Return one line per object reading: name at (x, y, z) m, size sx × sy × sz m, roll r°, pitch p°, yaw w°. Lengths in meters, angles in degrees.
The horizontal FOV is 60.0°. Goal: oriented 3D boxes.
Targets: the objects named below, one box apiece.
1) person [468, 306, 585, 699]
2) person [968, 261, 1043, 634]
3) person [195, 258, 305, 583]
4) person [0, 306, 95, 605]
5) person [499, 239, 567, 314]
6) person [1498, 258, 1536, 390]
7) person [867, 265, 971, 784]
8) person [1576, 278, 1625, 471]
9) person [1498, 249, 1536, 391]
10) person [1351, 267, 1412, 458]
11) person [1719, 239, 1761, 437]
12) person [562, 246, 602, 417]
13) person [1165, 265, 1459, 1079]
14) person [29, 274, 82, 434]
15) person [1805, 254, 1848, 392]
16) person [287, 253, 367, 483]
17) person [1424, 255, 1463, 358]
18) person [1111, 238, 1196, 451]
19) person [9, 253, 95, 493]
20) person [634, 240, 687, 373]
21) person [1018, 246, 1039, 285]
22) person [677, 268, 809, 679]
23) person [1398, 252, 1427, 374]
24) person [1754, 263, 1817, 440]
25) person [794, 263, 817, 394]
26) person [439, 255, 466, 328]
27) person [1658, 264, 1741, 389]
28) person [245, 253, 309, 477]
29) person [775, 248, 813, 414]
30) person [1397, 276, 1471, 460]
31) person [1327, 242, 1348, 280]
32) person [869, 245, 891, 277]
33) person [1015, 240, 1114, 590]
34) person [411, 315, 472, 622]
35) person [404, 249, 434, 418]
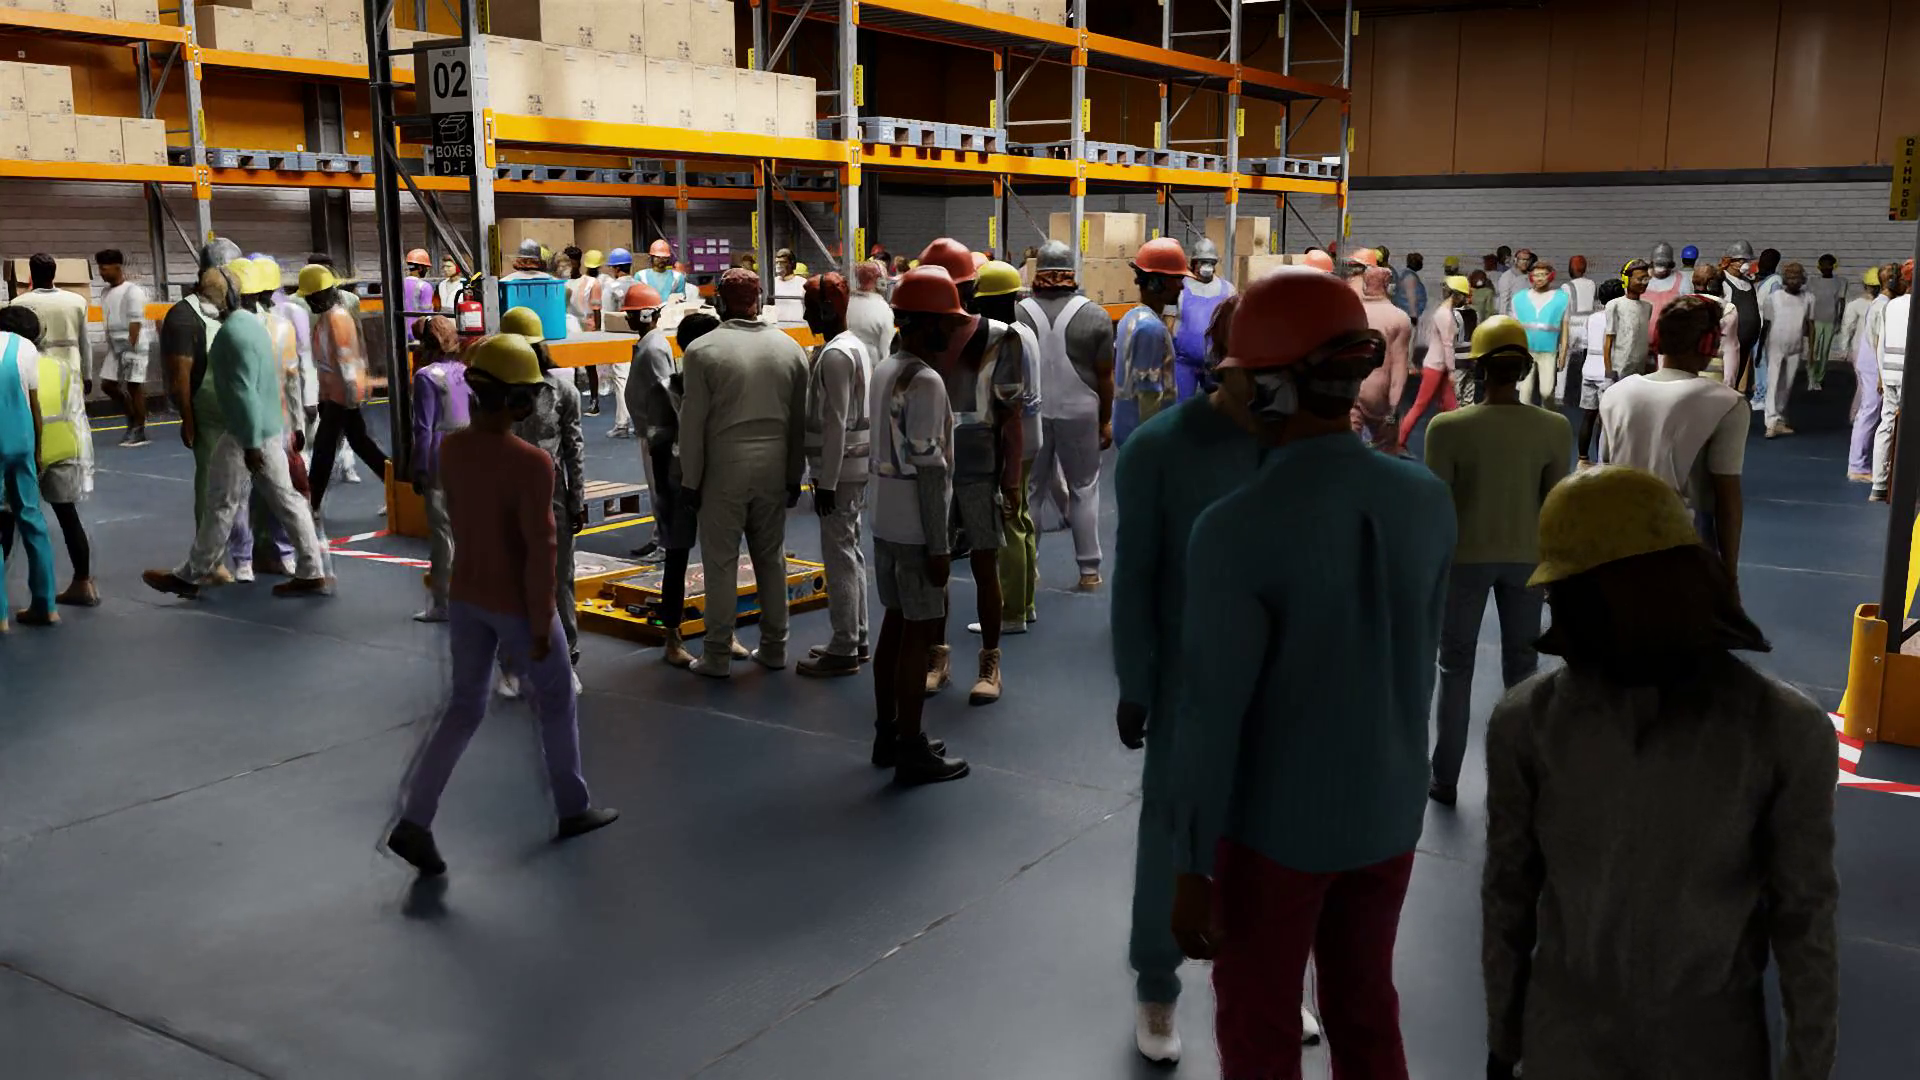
person at (-1.898, -0.156, 7.343) m, size 0.485 × 1.737 × 0.320 m, roll -2°, pitch 11°, yaw -13°
person at (0.225, -0.469, 8.580) m, size 0.394 × 1.918 × 0.585 m, roll 2°, pitch 10°, yaw 10°
person at (-4.198, -0.701, 9.876) m, size 0.591 × 1.915 × 0.400 m, roll -8°, pitch 13°, yaw -38°
person at (-5.225, -0.461, 9.227) m, size 0.867 × 1.651 × 0.547 m, roll 3°, pitch 11°, yaw 19°
person at (-4.140, -1.892, 16.111) m, size 0.688 × 2.000 × 0.536 m, roll -2°, pitch 10°, yaw -13°
person at (7.627, -2.952, 22.581) m, size 0.624 × 1.835 × 0.431 m, roll 3°, pitch 11°, yaw 18°
person at (-0.149, -0.054, 6.238) m, size 0.387 × 1.931 × 0.543 m, roll -4°, pitch 11°, yaw -21°
person at (5.530, -1.386, 14.265) m, size 0.317 × 1.695 × 0.540 m, roll -3°, pitch 11°, yaw -15°
person at (7.449, -2.917, 22.179) m, size 0.643 × 1.905 × 0.400 m, roll -6°, pitch 12°, yaw -30°
person at (2.948, -1.038, 11.988) m, size 0.628 × 1.833 × 1.081 m, roll 7°, pitch 13°, yaw 35°
person at (7.837, -2.032, 16.890) m, size 0.681 × 2.000 × 0.535 m, roll -6°, pitch 12°, yaw -32°
person at (-4.395, -2.389, 19.117) m, size 0.599 × 1.958 × 0.379 m, roll 1°, pitch 10°, yaw 8°
person at (0.612, 0.500, 3.034) m, size 0.621 × 1.978 × 0.406 m, roll -6°, pitch 12°, yaw -29°
person at (-8.921, -1.774, 16.305) m, size 0.573 × 1.738 × 0.351 m, roll -4°, pitch 11°, yaw -22°
person at (11.495, -2.872, 22.138) m, size 0.480 × 1.821 × 0.891 m, roll 5°, pitch 11°, yaw 26°
person at (-5.256, -1.416, 13.816) m, size 0.598 × 1.917 × 0.375 m, roll -5°, pitch 12°, yaw -28°
person at (8.352, -3.868, 27.824) m, size 0.975 × 1.779 × 0.567 m, roll 0°, pitch 10°, yaw 2°
person at (0.981, -0.514, 8.511) m, size 0.409 × 2.035 × 0.610 m, roll 0°, pitch 10°, yaw 0°
person at (-7.219, -1.317, 13.268) m, size 0.391 × 1.918 × 0.588 m, roll 8°, pitch 13°, yaw 39°
person at (-3.582, -2.578, 19.974) m, size 0.624 × 2.030 × 0.446 m, roll -2°, pitch 11°, yaw -13°
person at (0.941, -3.009, 22.587) m, size 0.354 × 1.938 × 0.636 m, roll -2°, pitch 11°, yaw -13°
person at (-1.016, -0.309, 7.760) m, size 0.652 × 1.895 × 0.400 m, roll -8°, pitch 13°, yaw -36°
person at (6.865, -3.442, 25.266) m, size 0.429 × 1.845 × 0.627 m, roll 2°, pitch 10°, yaw 13°
person at (8.487, -1.938, 17.095) m, size 0.565 × 1.794 × 0.856 m, roll 2°, pitch 10°, yaw 9°
person at (-2.020, -2.692, 21.416) m, size 0.356 × 1.734 × 0.483 m, roll 5°, pitch 11°, yaw 24°
person at (-5.968, -2.468, 19.841) m, size 0.564 × 1.847 × 0.395 m, roll 6°, pitch 12°, yaw 31°
person at (5.758, -1.221, 12.954) m, size 0.429 × 1.839 × 0.633 m, roll -8°, pitch 13°, yaw -36°
person at (-5.791, -1.403, 13.755) m, size 0.909 × 1.905 × 0.640 m, roll 3°, pitch 11°, yaw 16°
person at (-1.737, -1.953, 16.738) m, size 0.628 × 1.940 × 0.373 m, roll 4°, pitch 11°, yaw 21°
person at (4.396, -1.557, 15.208) m, size 0.904 × 1.699 × 0.537 m, roll 3°, pitch 11°, yaw 19°
person at (6.203, -3.960, 27.701) m, size 0.623 × 1.992 × 0.396 m, roll -5°, pitch 11°, yaw -24°
person at (-1.434, -4.222, 29.312) m, size 0.359 × 1.938 × 0.545 m, roll -8°, pitch 13°, yaw -36°
person at (0.558, -0.732, 9.689) m, size 0.685 × 2.000 × 0.537 m, roll 2°, pitch 10°, yaw 9°
person at (-2.743, -0.385, 8.908) m, size 0.313 × 1.631 × 0.523 m, roll 2°, pitch 10°, yaw 12°
person at (-6.114, -2.316, 18.804) m, size 0.550 × 1.922 × 0.391 m, roll 6°, pitch 12°, yaw 30°
